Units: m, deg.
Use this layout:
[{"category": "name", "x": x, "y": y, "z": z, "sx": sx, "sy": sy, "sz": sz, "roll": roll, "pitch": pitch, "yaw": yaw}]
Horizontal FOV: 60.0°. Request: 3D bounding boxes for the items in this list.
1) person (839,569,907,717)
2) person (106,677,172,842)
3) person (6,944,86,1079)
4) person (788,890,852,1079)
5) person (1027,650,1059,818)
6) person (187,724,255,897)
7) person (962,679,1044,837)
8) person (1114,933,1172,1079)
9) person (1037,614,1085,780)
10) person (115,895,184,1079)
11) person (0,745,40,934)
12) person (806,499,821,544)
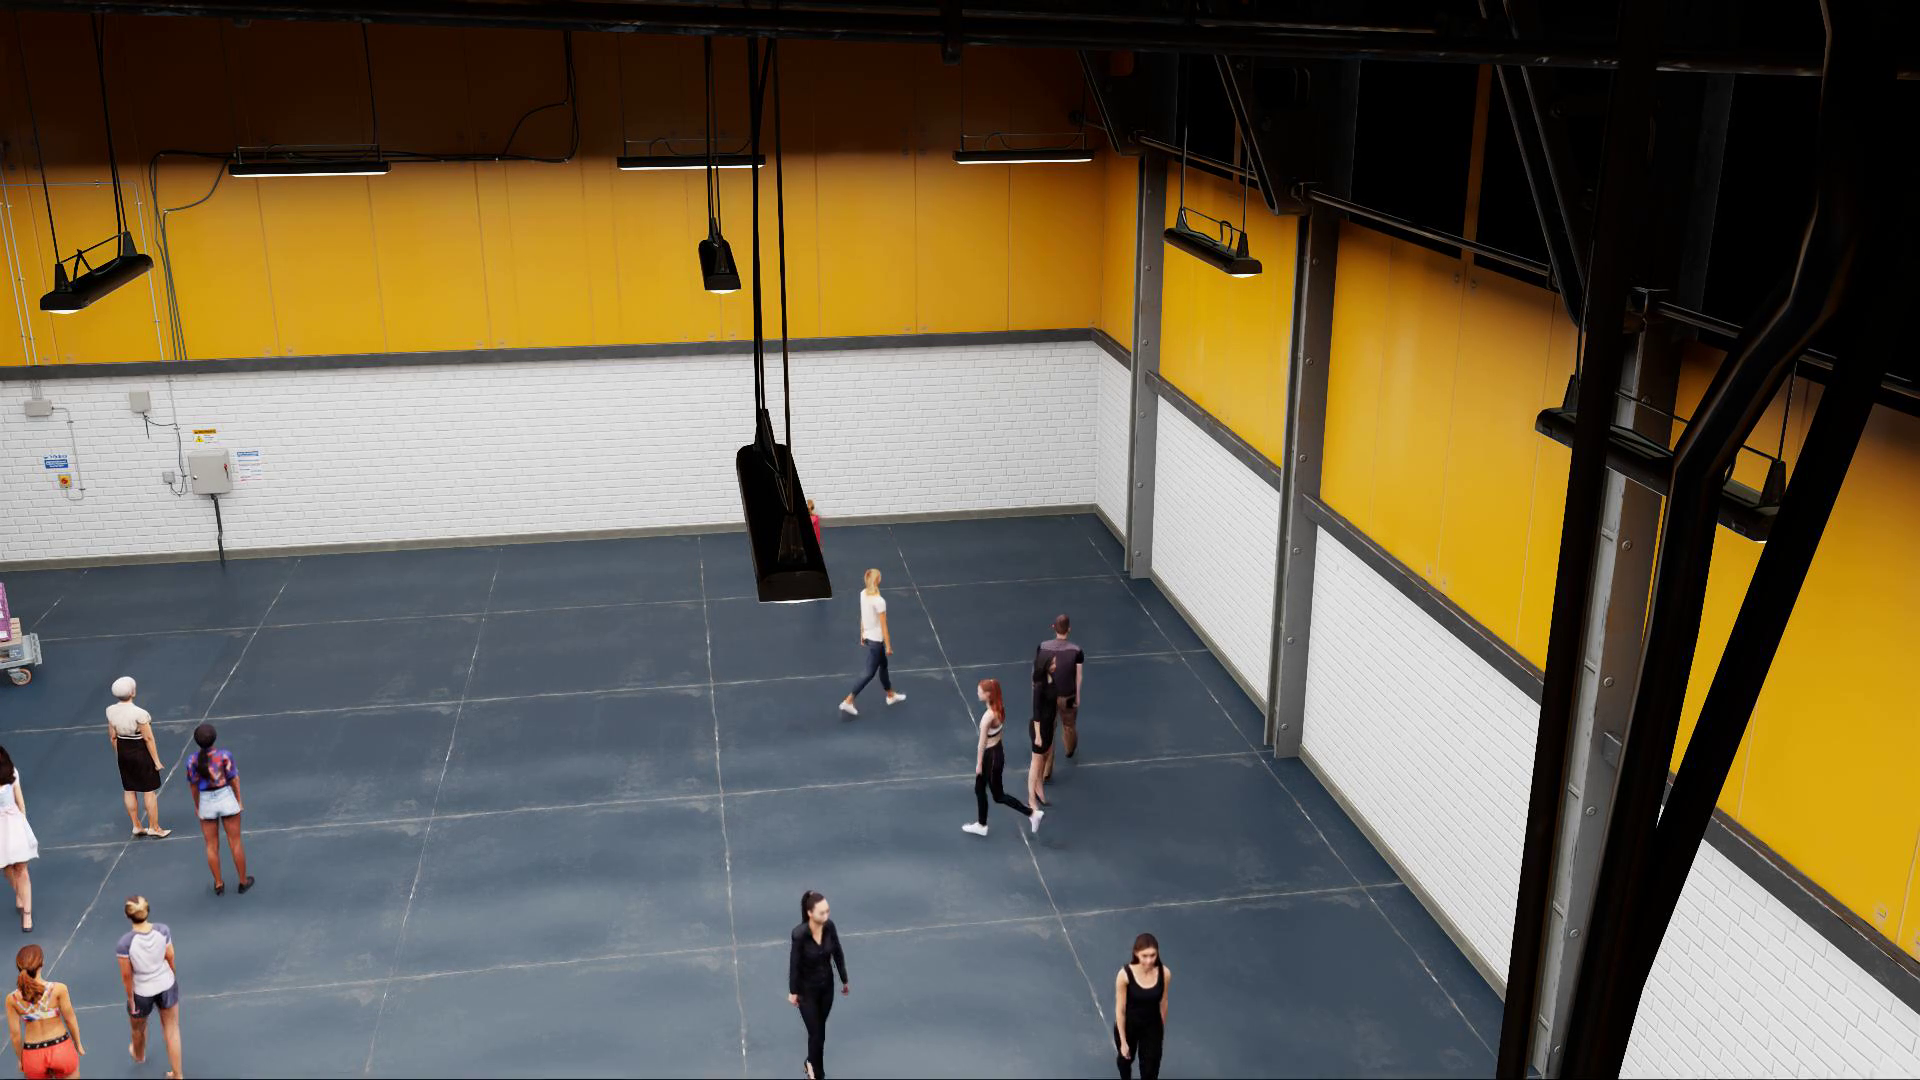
[{"category": "person", "x": -1.081, "y": 1.227, "z": 19.501, "sx": 0.983, "sy": 1.772, "sz": 1.190, "roll": -11, "pitch": 22, "yaw": -30}, {"category": "person", "x": -8.258, "y": 2.193, "z": 16.660, "sx": 0.713, "sy": 1.754, "sz": 0.668, "roll": 4, "pitch": 19, "yaw": 12}, {"category": "person", "x": -6.583, "y": 3.737, "z": 12.019, "sx": 0.628, "sy": 1.789, "sz": 0.599, "roll": -8, "pitch": 20, "yaw": -21}, {"category": "person", "x": -1.165, "y": 3.480, "z": 12.925, "sx": 0.778, "sy": 1.699, "sz": 0.841, "roll": -16, "pitch": 24, "yaw": -39}, {"category": "person", "x": 0.853, "y": 1.978, "z": 17.223, "sx": 0.736, "sy": 1.802, "sz": 0.619, "roll": 7, "pitch": 20, "yaw": 21}, {"category": "person", "x": -7.003, "y": 2.525, "z": 15.692, "sx": 0.609, "sy": 1.743, "sz": 0.538, "roll": -5, "pitch": 19, "yaw": -15}, {"category": "person", "x": 0.413, "y": 2.227, "z": 16.611, "sx": 0.931, "sy": 1.720, "sz": 1.090, "roll": 5, "pitch": 19, "yaw": 15}, {"category": "person", "x": 1.326, "y": 3.657, "z": 12.505, "sx": 0.628, "sy": 1.631, "sz": 1.154, "roll": -2, "pitch": 19, "yaw": -6}, {"category": "person", "x": 1.037, "y": 1.715, "z": 18.011, "sx": 0.936, "sy": 1.797, "sz": 1.282, "roll": 3, "pitch": 19, "yaw": 9}, {"category": "person", "x": -6.242, "y": 3.544, "z": 12.917, "sx": 0.892, "sy": 1.583, "sz": 1.036, "roll": -17, "pitch": 25, "yaw": -41}, {"category": "person", "x": -8.772, "y": 2.652, "z": 15.249, "sx": 0.813, "sy": 1.785, "sz": 1.078, "roll": -8, "pitch": 20, "yaw": -21}, {"category": "person", "x": -2.122, "y": 0.076, "z": 23.645, "sx": 0.627, "sy": 1.308, "sz": 0.679, "roll": -12, "pitch": 22, "yaw": -33}]
